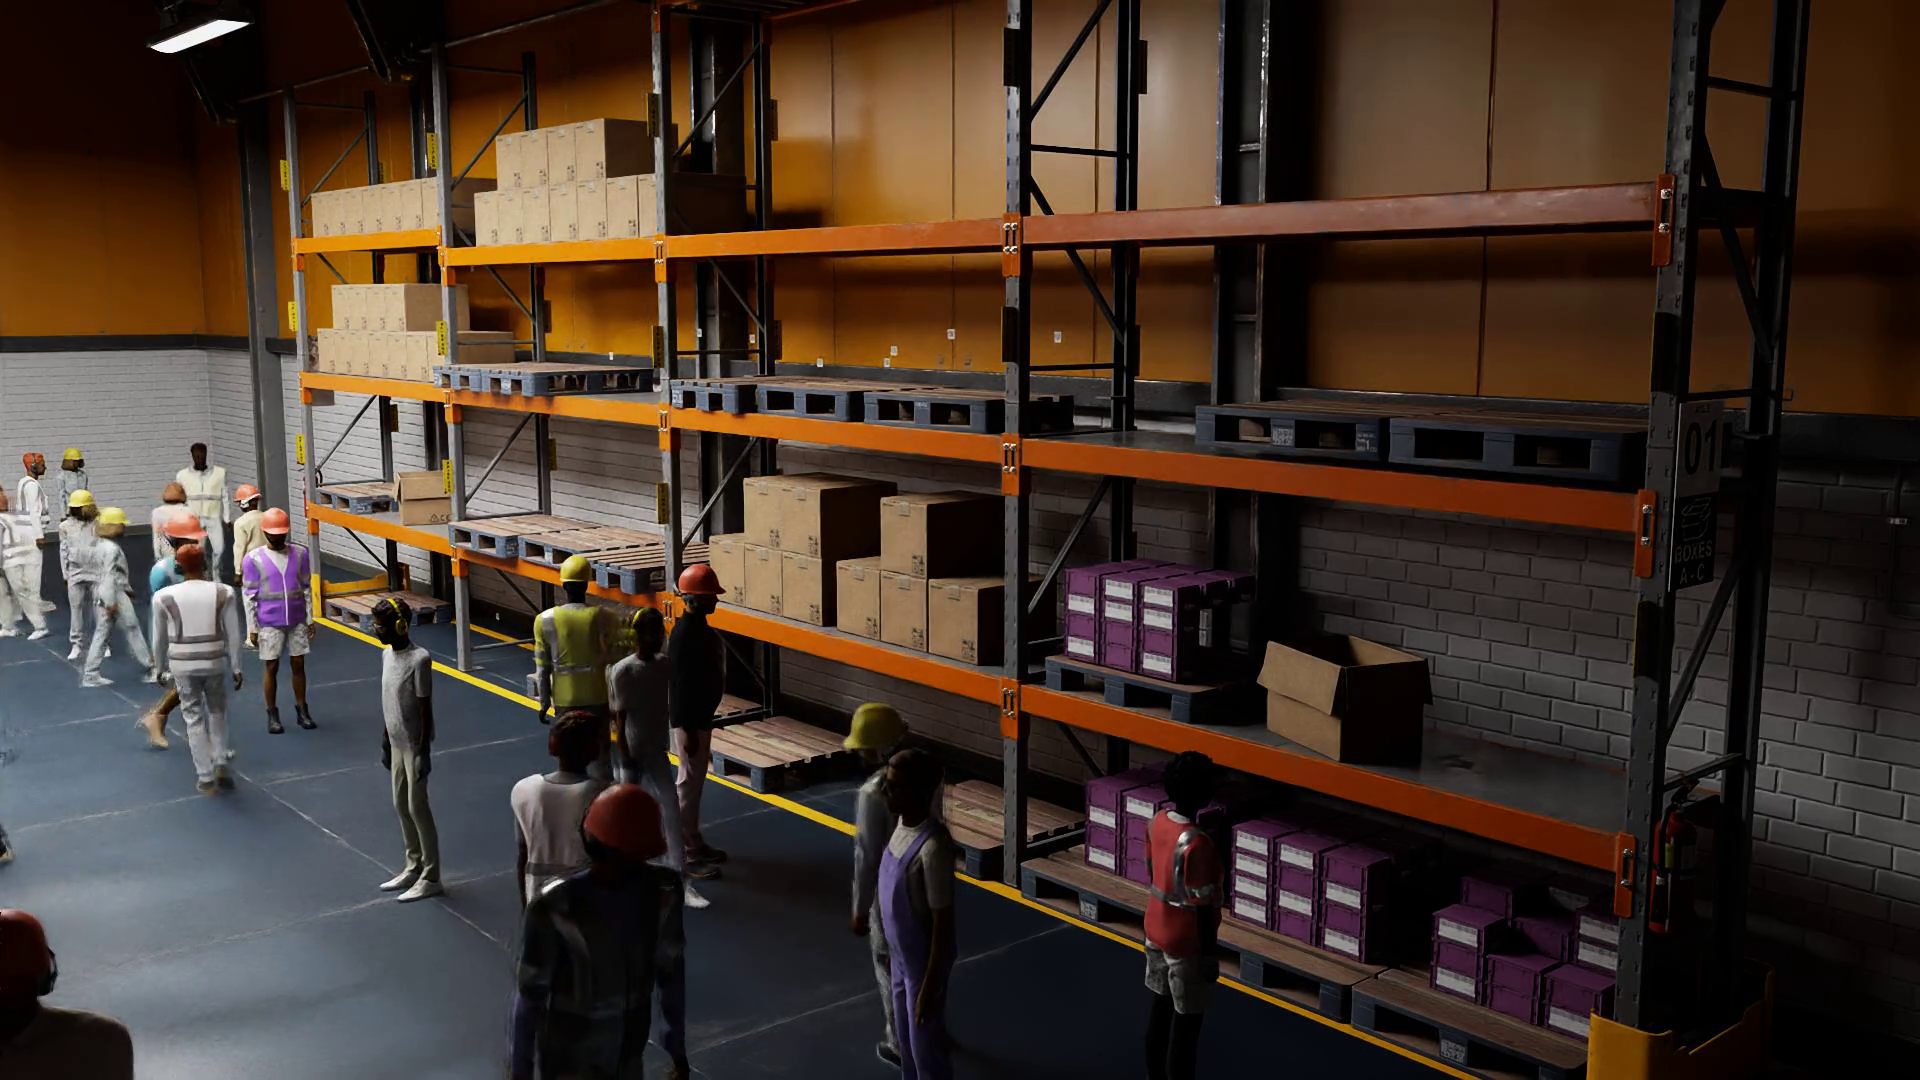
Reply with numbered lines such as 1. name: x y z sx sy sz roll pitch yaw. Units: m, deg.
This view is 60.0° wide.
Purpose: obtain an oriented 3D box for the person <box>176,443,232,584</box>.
1. person: -9.345 -0.255 20.566 0.618 1.906 0.477 -4 9 -26

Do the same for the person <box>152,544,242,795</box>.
1. person: -5.687 0.942 12.398 0.571 1.859 0.656 -6 10 -34

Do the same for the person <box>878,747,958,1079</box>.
1. person: -0.189 1.751 6.847 0.344 1.847 0.504 -3 9 -19

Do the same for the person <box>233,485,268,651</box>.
1. person: -7.397 0.287 17.406 0.354 1.737 0.572 2 8 15

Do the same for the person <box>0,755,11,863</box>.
1. person: -6.262 1.238 10.238 0.610 1.907 1.022 2 8 14

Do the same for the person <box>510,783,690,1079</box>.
1. person: -1.345 1.805 6.042 0.893 1.998 0.608 8 11 43

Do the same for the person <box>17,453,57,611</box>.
1. person: -10.896 -0.093 19.583 0.355 1.876 0.574 -6 10 -35

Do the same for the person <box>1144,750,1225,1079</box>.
1. person: 0.987 1.757 7.316 0.320 1.697 0.531 -3 9 -18

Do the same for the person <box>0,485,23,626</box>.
1. person: -10.816 0.146 18.719 0.310 1.639 0.514 4 9 24

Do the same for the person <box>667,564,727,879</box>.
1. person: -1.668 1.136 10.604 0.397 1.992 0.621 0 8 0

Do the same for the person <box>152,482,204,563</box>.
1. person: -8.900 0.137 18.884 0.510 1.600 0.811 0 8 0

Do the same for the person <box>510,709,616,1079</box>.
1. person: -1.728 1.674 7.435 0.563 1.834 0.383 2 8 11

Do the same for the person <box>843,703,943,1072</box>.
1. person: -0.305 1.628 7.917 0.469 1.801 0.702 5 10 33

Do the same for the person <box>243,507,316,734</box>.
1. person: -5.733 0.676 14.056 0.549 1.925 0.384 -7 11 -40

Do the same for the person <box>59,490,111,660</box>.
1. person: -8.905 0.349 16.965 0.485 1.739 0.314 -3 9 -18

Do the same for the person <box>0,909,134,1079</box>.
1. person: -2.639 1.991 4.715 0.617 1.984 0.408 -3 9 -21

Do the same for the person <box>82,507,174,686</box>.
1. person: -7.961 0.536 15.760 0.781 1.709 0.493 -6 10 -37

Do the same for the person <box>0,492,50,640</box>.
1. person: -10.189 0.275 17.957 0.604 1.604 0.530 -3 9 -18

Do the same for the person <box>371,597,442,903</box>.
1. person: -3.400 1.269 10.184 0.525 1.856 0.350 7 11 42

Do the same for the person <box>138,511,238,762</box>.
1. person: -6.217 0.756 13.217 0.894 2.015 0.607 1 8 9

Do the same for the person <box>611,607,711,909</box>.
1. person: -1.961 1.292 10.129 0.976 1.831 0.531 6 10 36

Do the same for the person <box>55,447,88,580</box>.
1. person: -11.566 -0.344 21.765 0.324 1.743 0.491 3 9 17

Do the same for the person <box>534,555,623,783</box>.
1. person: -2.590 1.063 11.348 0.584 1.929 0.371 -2 8 -14
